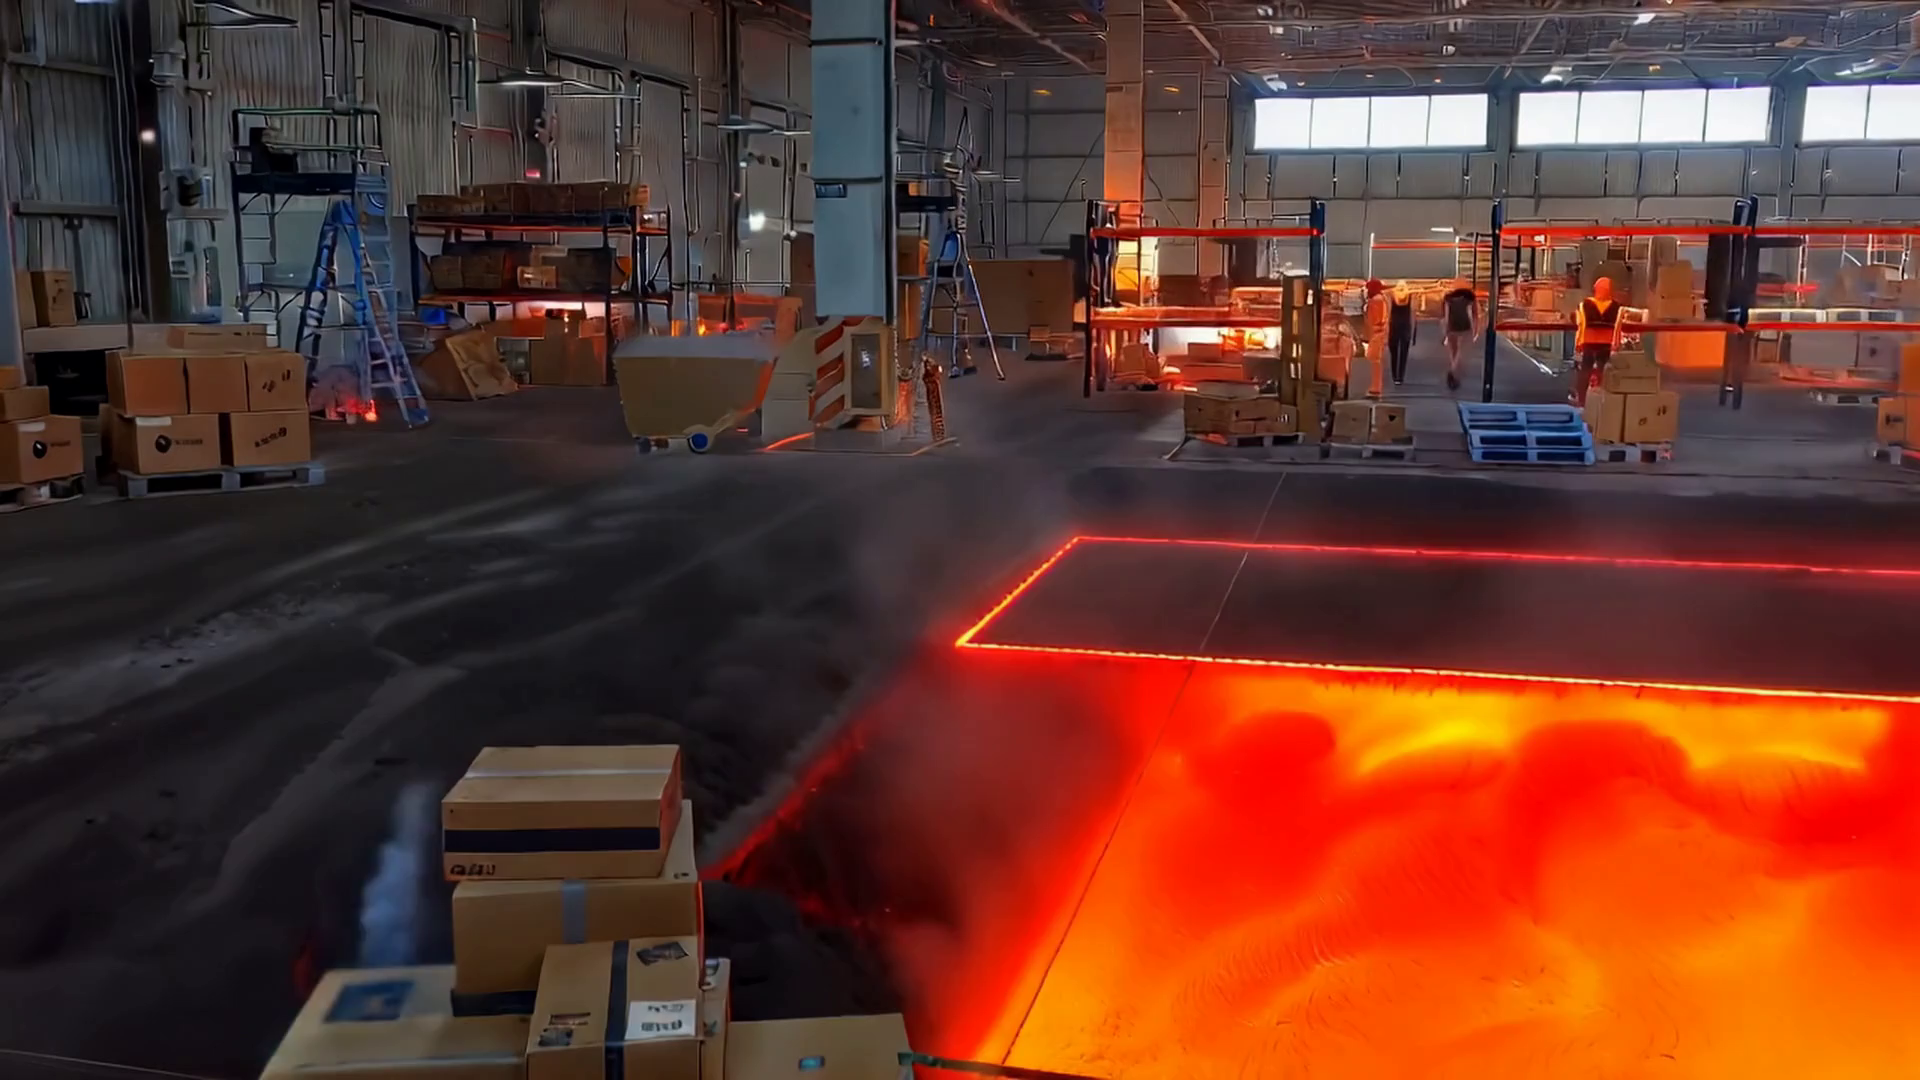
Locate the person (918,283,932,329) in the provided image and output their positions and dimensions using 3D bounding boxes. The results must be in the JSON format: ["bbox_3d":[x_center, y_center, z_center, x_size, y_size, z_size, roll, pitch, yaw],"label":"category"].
[{"bbox_3d":[-1.012,-7.365,50.574,0.544,1.930,0.389,-4,11,-23],"label":"person"}]

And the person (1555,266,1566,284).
[{"bbox_3d":[18.676,-7.554,51.703,0.584,1.916,0.654,-3,10,-18],"label":"person"}]

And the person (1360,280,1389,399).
[{"bbox_3d":[6.396,-3.092,25.713,0.430,1.834,0.636,5,11,26],"label":"person"}]

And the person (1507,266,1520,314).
[{"bbox_3d":[17.185,-7.493,51.338,0.702,1.923,0.545,-1,10,-4],"label":"person"}]

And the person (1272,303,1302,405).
[{"bbox_3d":[4.141,-2.132,20.620,0.896,1.652,0.533,-4,11,-24],"label":"person"}]

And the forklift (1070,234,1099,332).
[{"bbox_3d":[3.382,-7.319,47.498,1.873,2.768,1.129,2,10,14],"label":"forklift"}]

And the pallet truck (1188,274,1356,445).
[{"bbox_3d":[3.653,-2.138,19.590,1.885,1.965,0.823,-4,10,-20],"label":"pallet truck"}]

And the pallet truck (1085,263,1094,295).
[{"bbox_3d":[4.325,-8.180,55.162,0.823,1.965,1.885,6,11,31],"label":"pallet truck"}]

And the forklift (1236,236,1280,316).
[{"bbox_3d":[8.748,-7.884,50.827,1.873,2.768,1.129,-2,10,-12],"label":"forklift"}]

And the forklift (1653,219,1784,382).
[{"bbox_3d":[13.226,-4.160,28.896,1.873,2.768,1.129,1,10,4],"label":"forklift"}]

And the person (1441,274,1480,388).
[{"bbox_3d":[8.218,-3.436,27.475,0.650,1.917,0.737,9,13,44],"label":"person"}]

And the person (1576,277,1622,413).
[{"bbox_3d":[8.946,-2.727,23.336,0.586,1.910,0.395,1,10,6],"label":"person"}]

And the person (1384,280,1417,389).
[{"bbox_3d":[7.349,-3.440,27.801,0.541,1.819,0.772,3,10,15],"label":"person"}]

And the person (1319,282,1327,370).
[{"bbox_3d":[6.894,-4.127,32.062,0.484,1.739,0.319,-9,13,-42],"label":"person"}]
